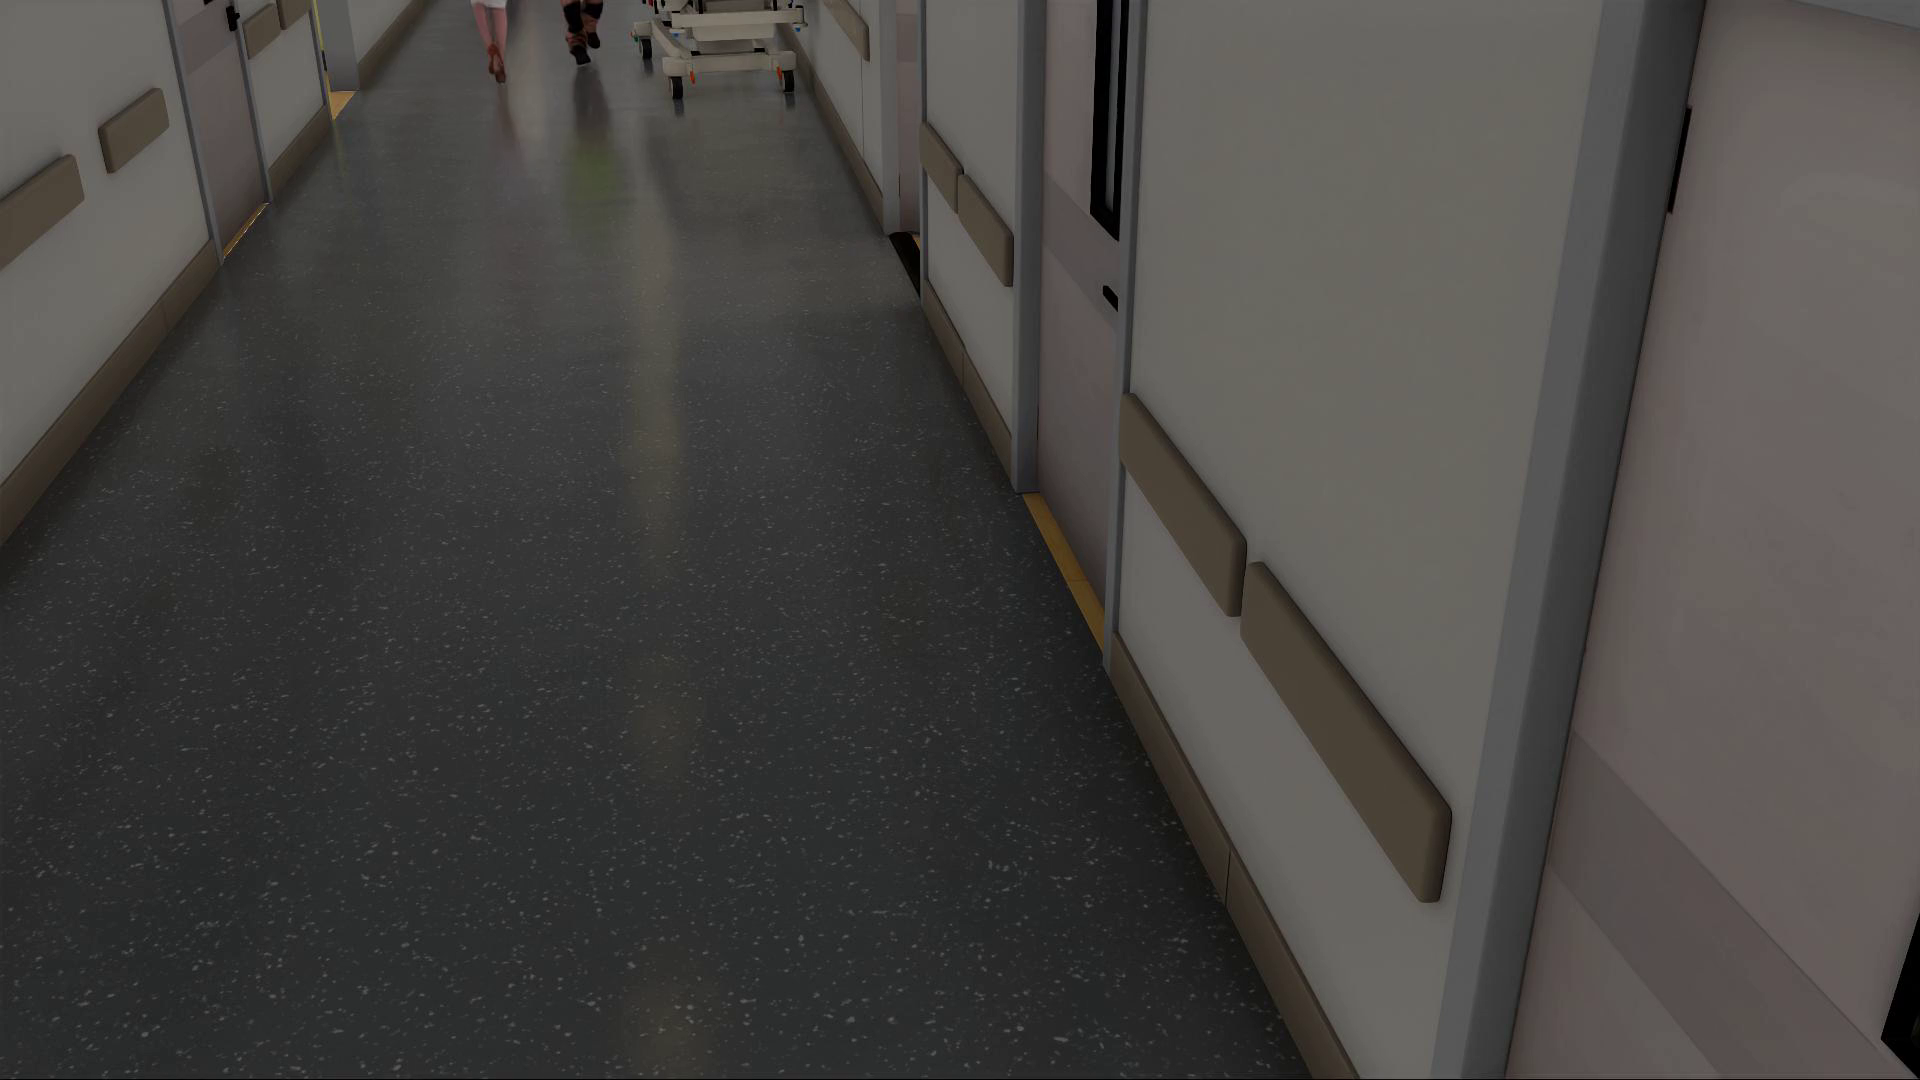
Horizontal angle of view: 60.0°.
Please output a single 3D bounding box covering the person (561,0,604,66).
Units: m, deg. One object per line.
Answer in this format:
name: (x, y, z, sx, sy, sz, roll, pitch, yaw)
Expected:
person: (-3.167, -4.840, 13.590, 0.948, 1.826, 0.895, -10, 28, -21)
